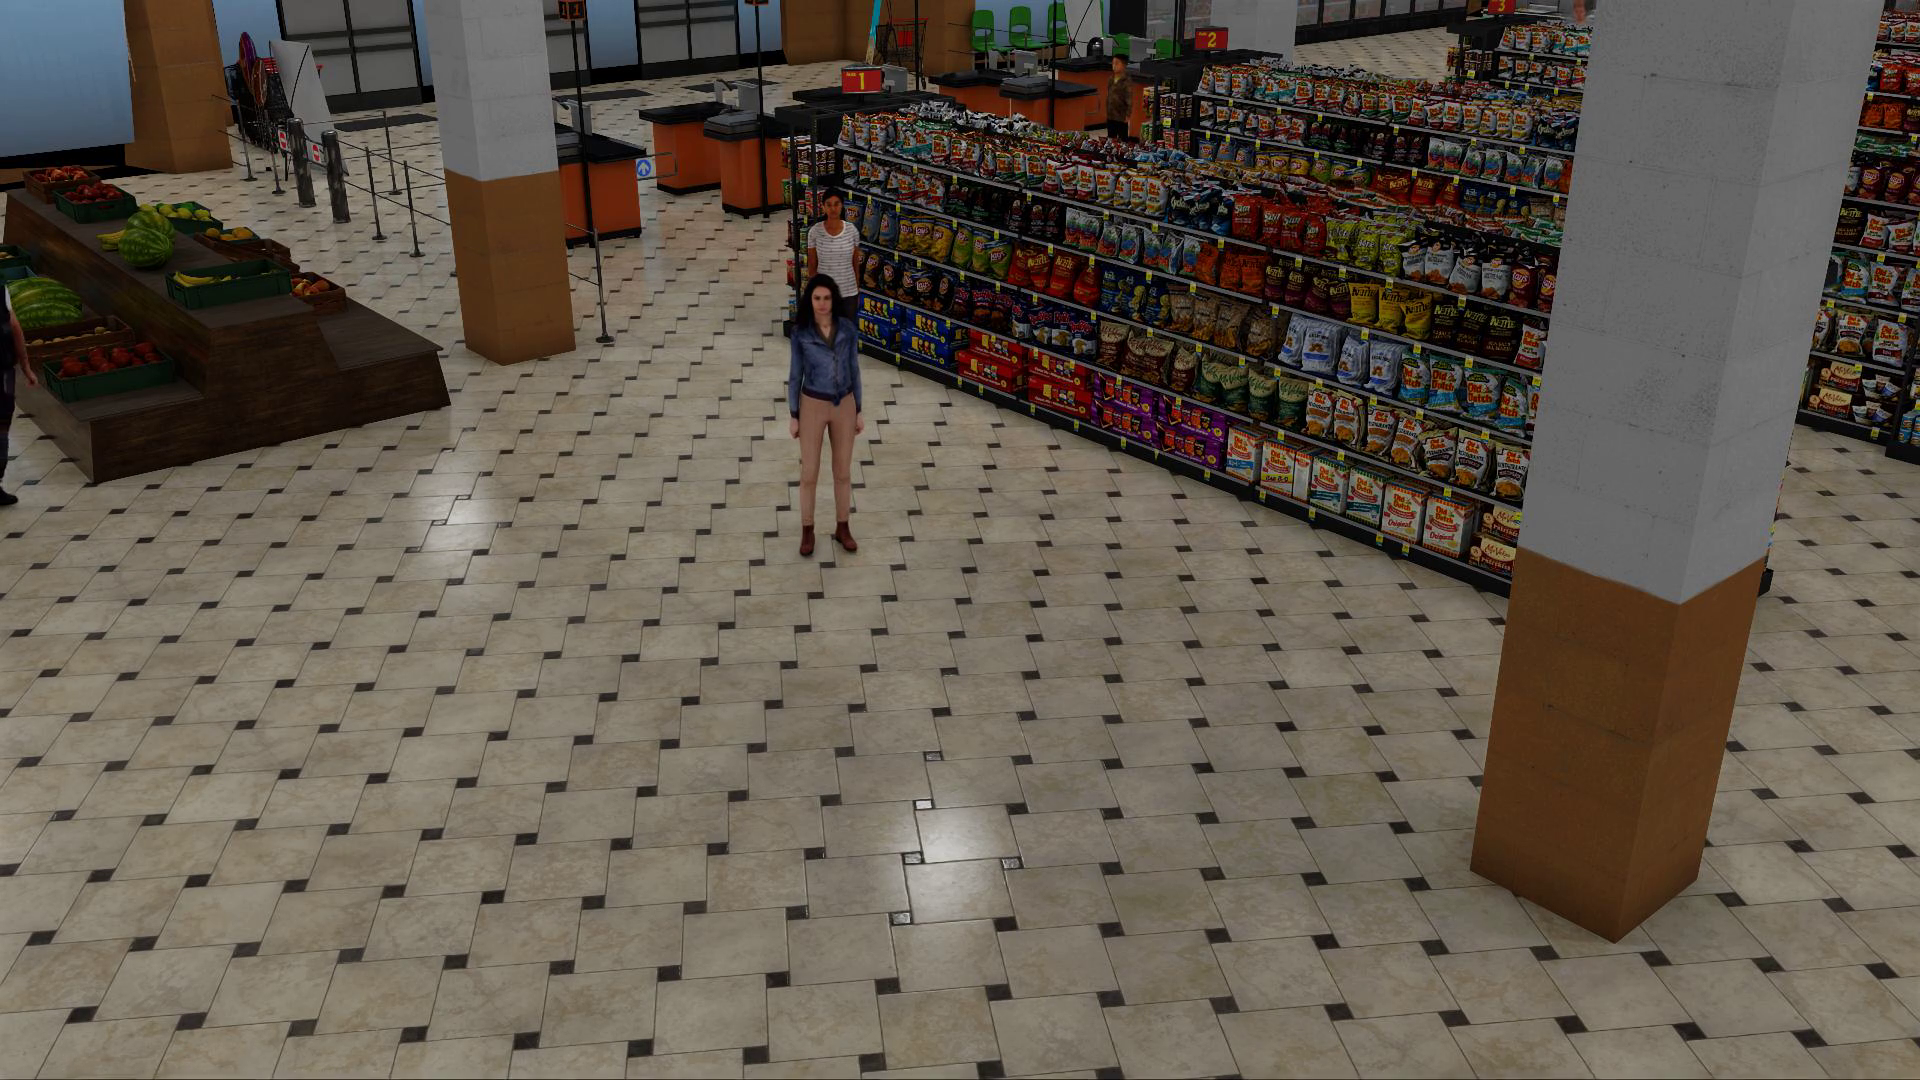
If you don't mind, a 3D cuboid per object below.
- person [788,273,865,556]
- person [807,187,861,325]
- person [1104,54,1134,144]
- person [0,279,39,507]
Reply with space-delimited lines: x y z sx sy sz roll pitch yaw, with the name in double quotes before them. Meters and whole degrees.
"person" -0.819 -0.769 10.213 0.702 1.774 0.707 -6 24 -13
"person" -0.987 -1.954 13.080 0.651 1.646 0.666 -6 24 -12
"person" 2.055 -5.537 21.508 0.518 1.454 0.657 22 32 40
"person" -6.468 -1.105 10.934 0.876 1.812 0.863 13 27 26
